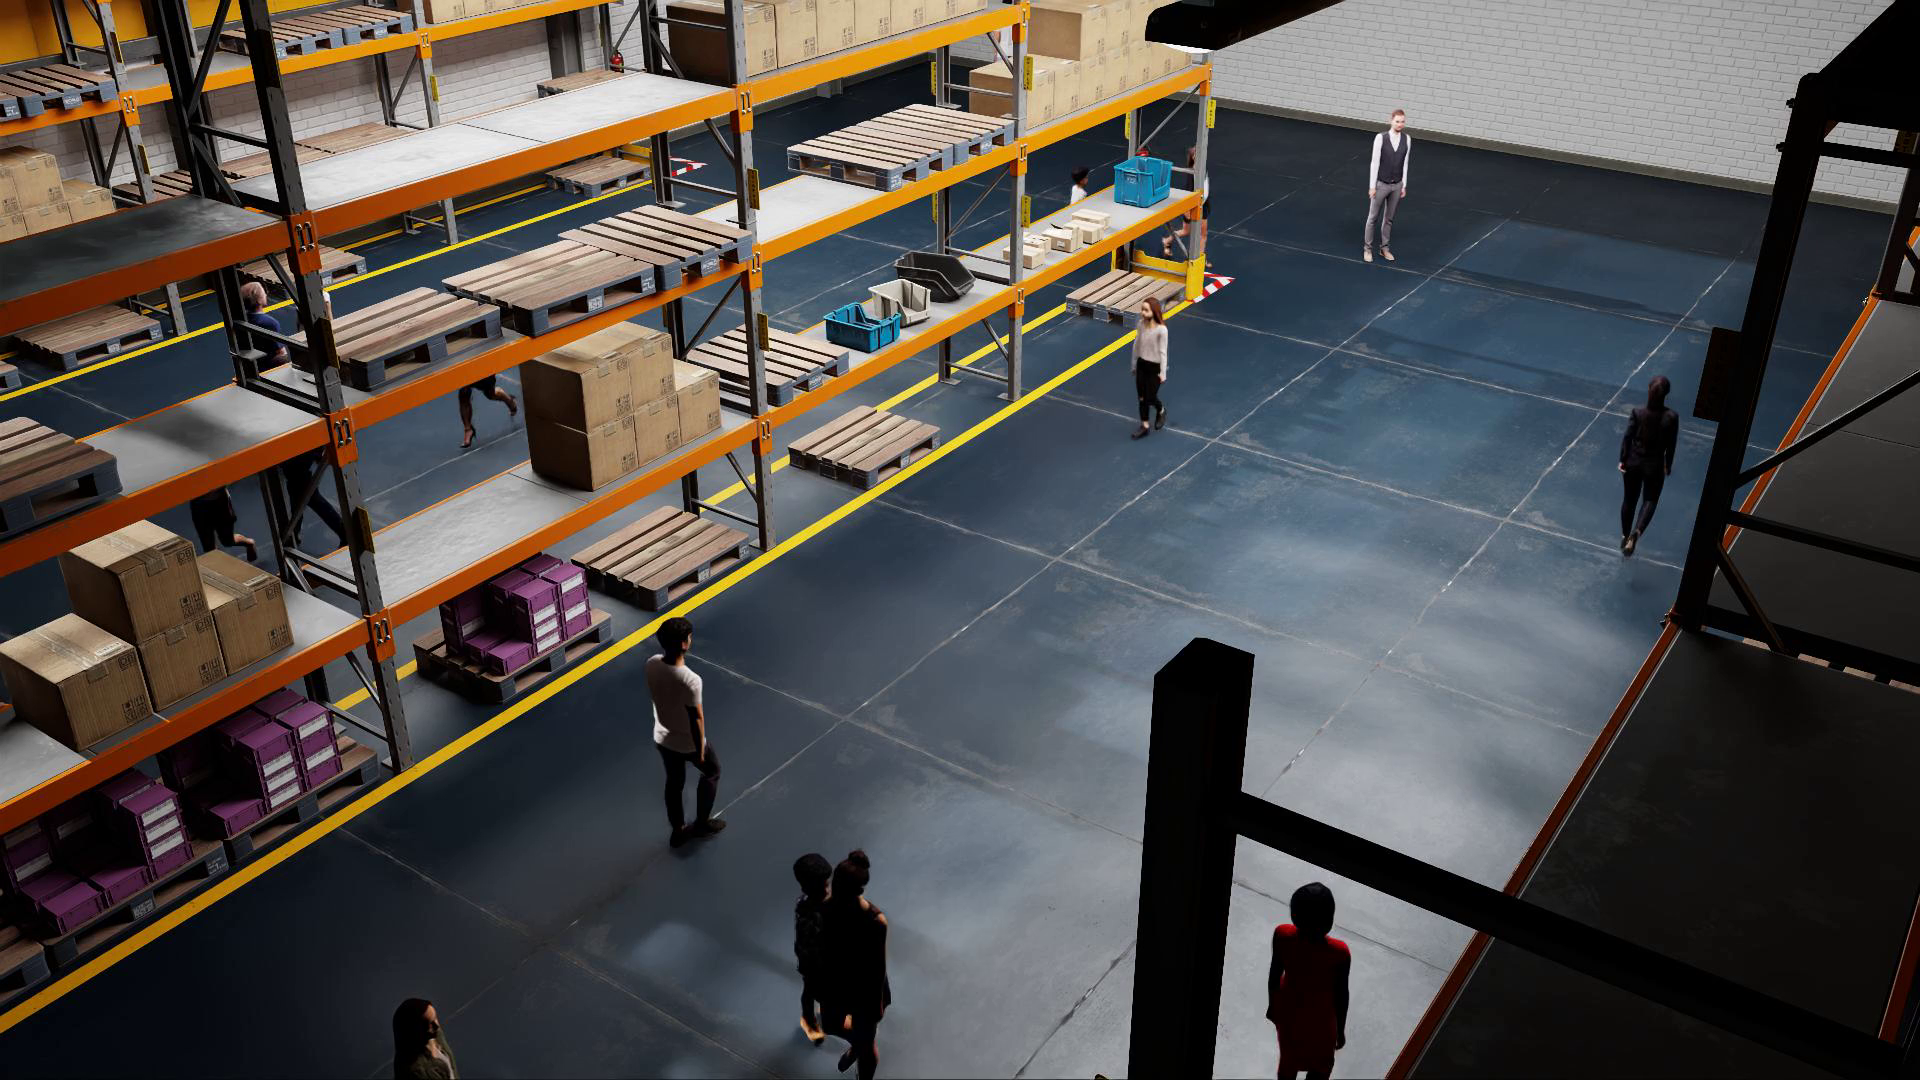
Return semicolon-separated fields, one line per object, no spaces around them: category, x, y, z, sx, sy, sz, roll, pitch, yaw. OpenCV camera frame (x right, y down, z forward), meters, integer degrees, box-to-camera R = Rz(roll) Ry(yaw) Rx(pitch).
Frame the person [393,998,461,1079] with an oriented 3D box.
person;-2.601;2.842;8.242;0.714;1.475;0.615;0;29;0

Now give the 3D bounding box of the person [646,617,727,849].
person;-1.881;1.293;10.837;0.621;1.709;0.582;18;33;29

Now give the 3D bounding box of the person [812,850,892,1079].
person;-0.534;2.349;8.943;0.610;1.670;0.720;15;32;26

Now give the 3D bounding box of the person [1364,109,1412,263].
person;5.485;-4.577;21.354;0.740;1.944;0.791;-4;29;-7

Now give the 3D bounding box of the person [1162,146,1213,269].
person;2.932;-4.270;21.218;0.958;1.534;0.726;-25;37;-38

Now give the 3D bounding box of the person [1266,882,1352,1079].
person;1.744;2.526;8.554;0.615;1.731;0.741;16;33;27

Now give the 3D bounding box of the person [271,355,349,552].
person;-5.655;-0.676;14.389;1.063;1.764;1.194;4;29;8

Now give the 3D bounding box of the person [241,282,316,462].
person;-6.610;-1.576;15.917;0.724;1.882;0.705;12;31;20

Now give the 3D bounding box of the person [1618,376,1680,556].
person;5.878;-0.580;14.282;0.643;1.699;0.849;14;32;24

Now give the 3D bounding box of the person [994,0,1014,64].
person;0.795;-8.250;28.167;0.707;1.867;0.820;-11;30;-19

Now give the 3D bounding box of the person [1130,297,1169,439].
person;1.939;-1.738;16.638;0.601;1.475;0.692;24;36;36

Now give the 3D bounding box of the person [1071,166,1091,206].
person;1.459;-4.152;21.310;0.927;1.239;0.809;-8;30;-15

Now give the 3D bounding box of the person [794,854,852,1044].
person;-0.811;2.305;9.465;0.584;1.247;0.410;21;35;34
